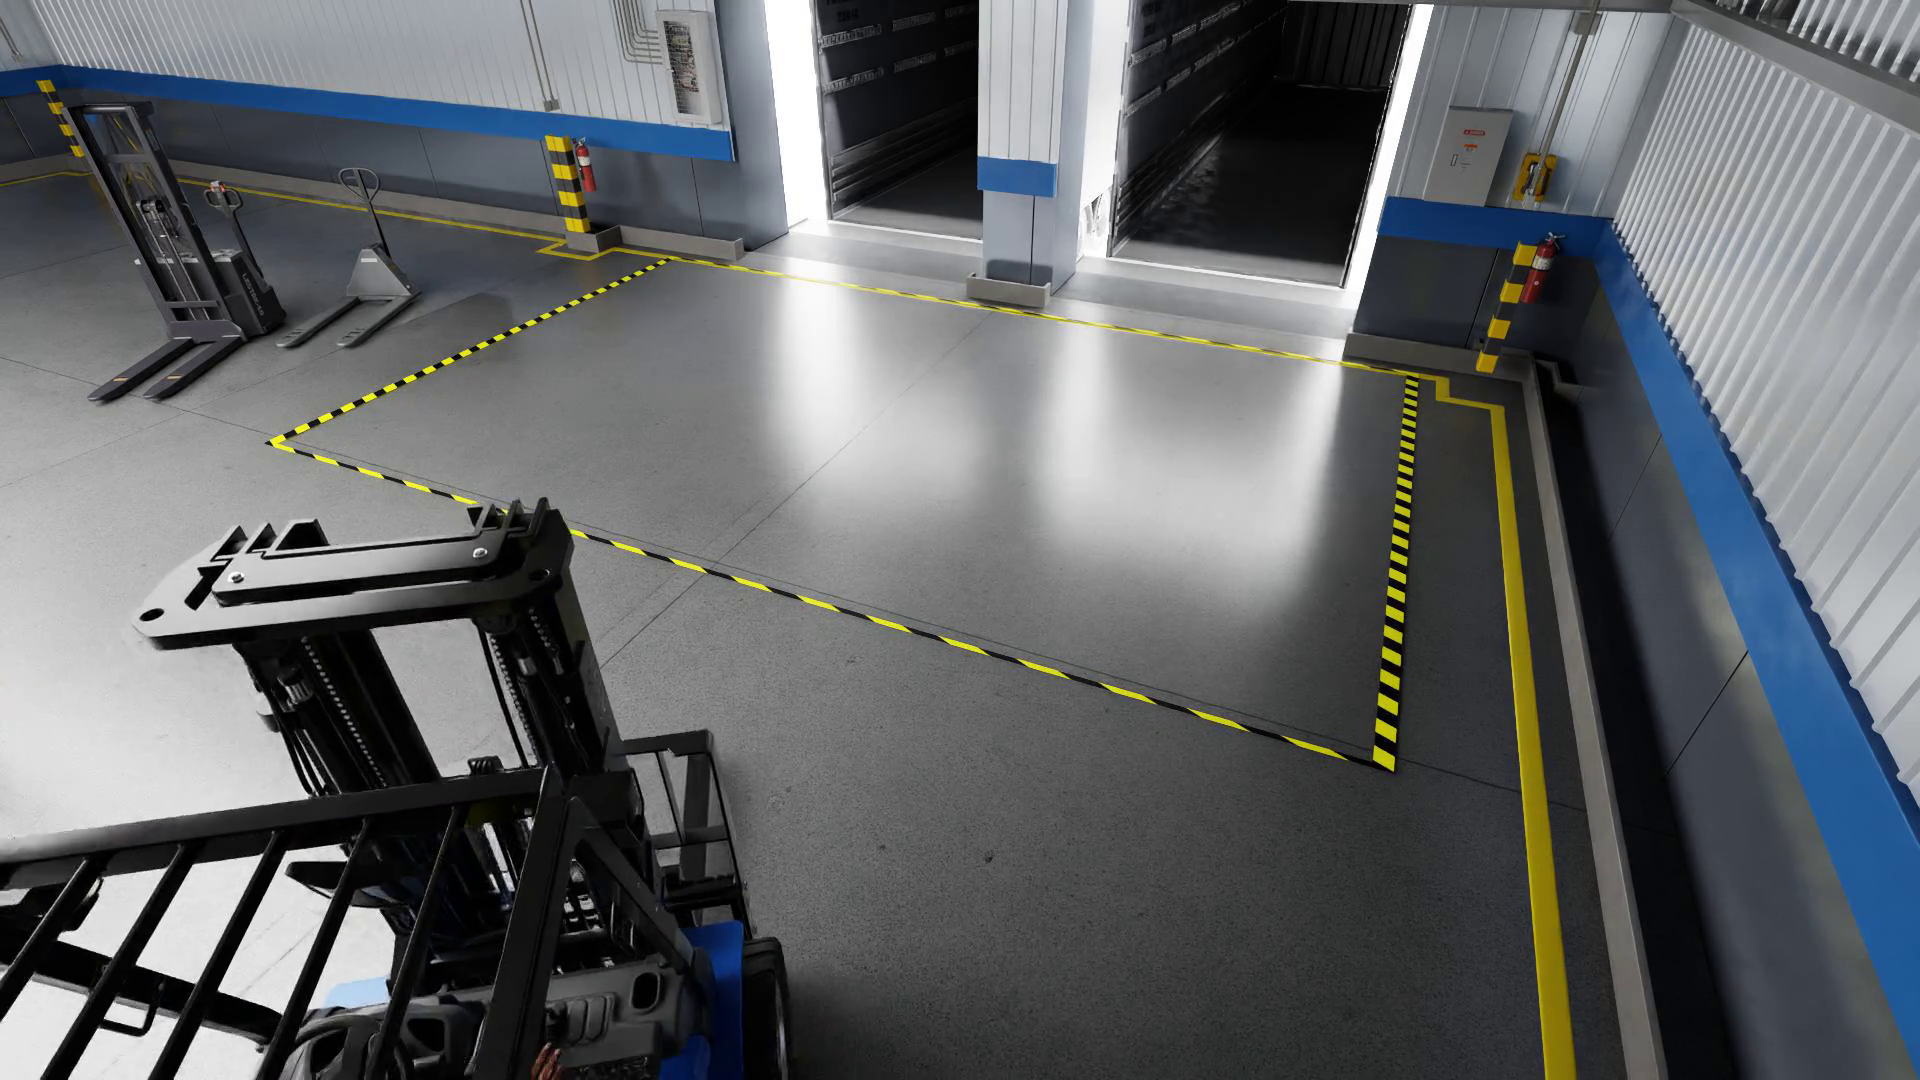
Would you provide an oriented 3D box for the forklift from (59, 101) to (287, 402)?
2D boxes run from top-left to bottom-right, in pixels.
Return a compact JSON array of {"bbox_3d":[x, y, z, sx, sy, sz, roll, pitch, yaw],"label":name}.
[{"bbox_3d":[-6.686,-2.387,7.434,0.823,1.965,1.885,-3,35,-5],"label":"forklift"}]

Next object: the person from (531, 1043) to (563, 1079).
[{"bbox_3d":[-1.056,1.240,1.609,0.635,1.294,1.004,-6,35,-8],"label":"person"}]

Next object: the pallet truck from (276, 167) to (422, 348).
[{"bbox_3d":[-5.732,-2.611,8.414,0.680,1.201,1.601,-1,35,-1],"label":"pallet truck"}]

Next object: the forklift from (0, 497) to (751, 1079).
[{"bbox_3d":[-1.053,1.428,1.667,1.157,2.036,2.680,-6,35,-8],"label":"forklift"}]
